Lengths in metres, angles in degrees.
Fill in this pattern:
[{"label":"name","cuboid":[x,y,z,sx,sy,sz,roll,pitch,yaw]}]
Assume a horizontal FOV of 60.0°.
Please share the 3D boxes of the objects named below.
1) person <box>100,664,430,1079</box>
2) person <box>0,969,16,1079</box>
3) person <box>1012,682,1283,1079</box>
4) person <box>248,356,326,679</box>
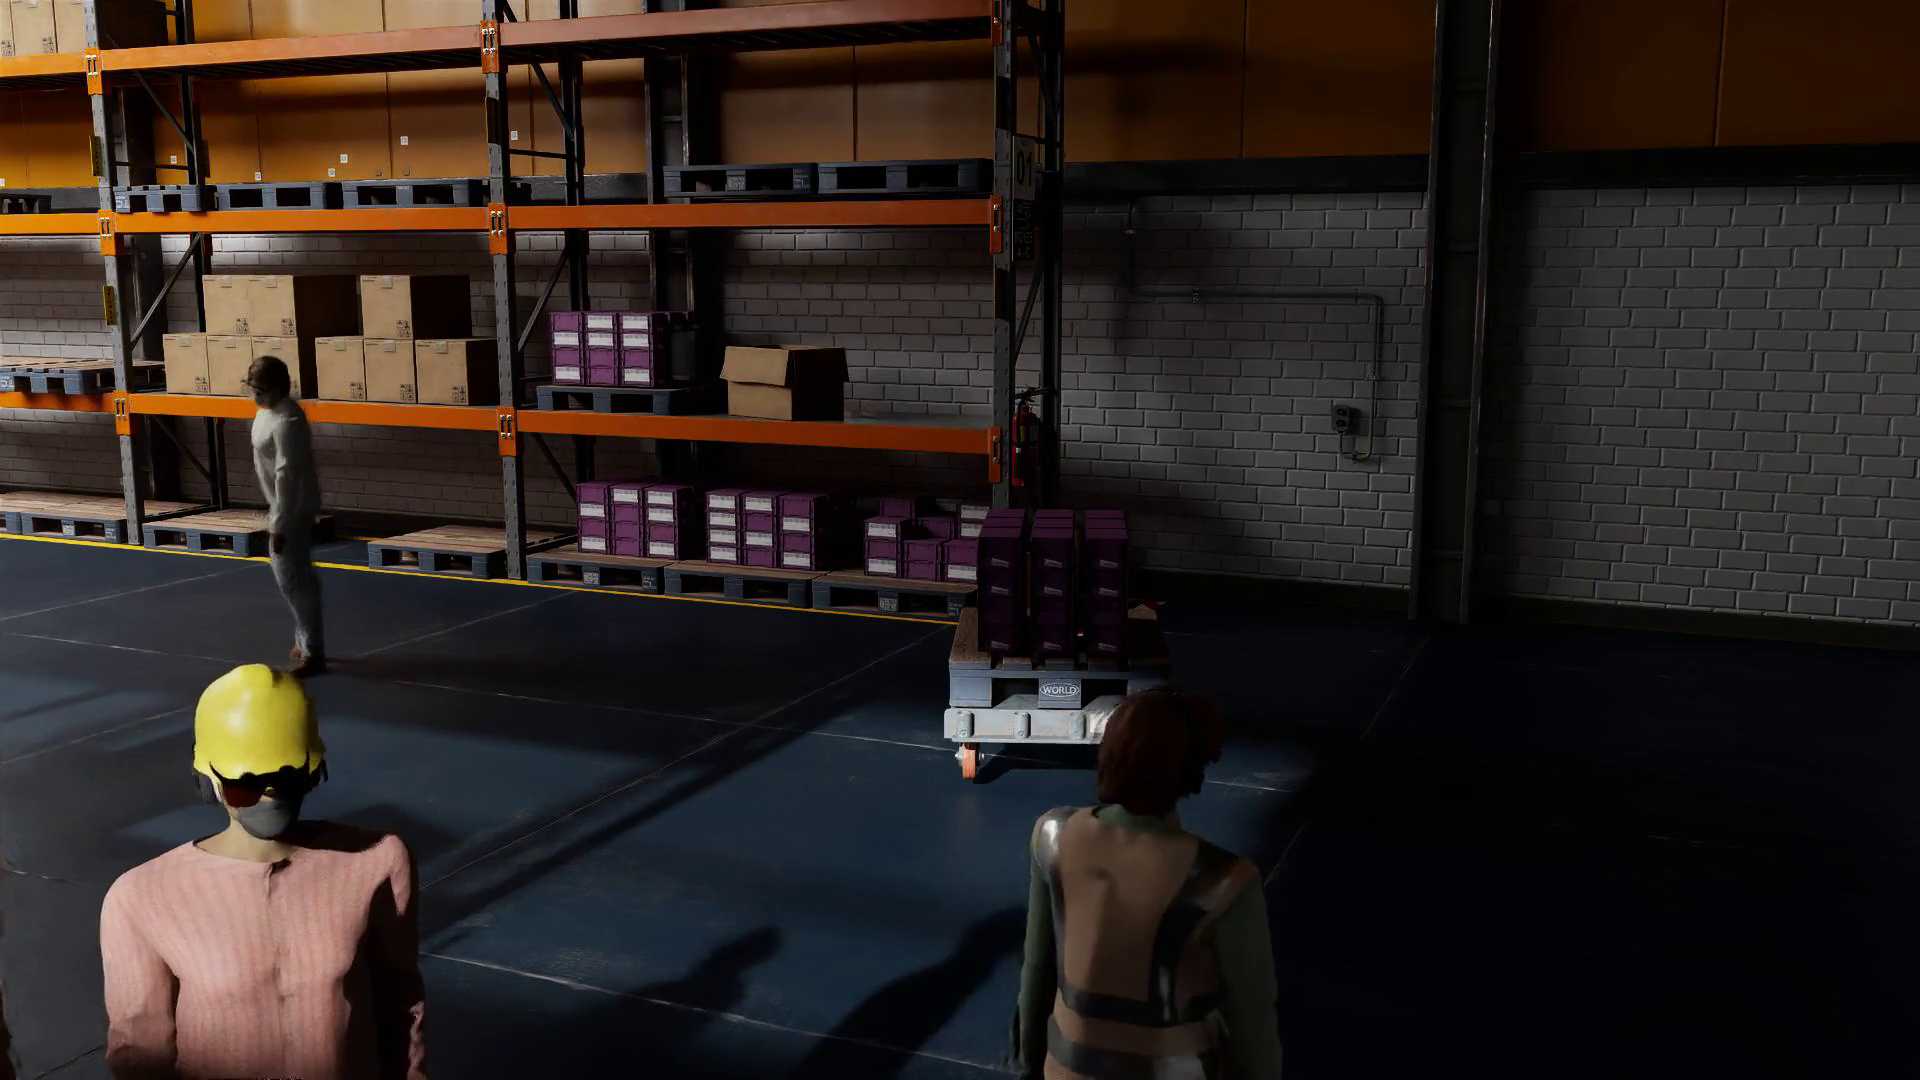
[{"label":"person","cuboid":[-1.169,1.072,2.889,0.531,1.764,0.327,-6,11,-34]},{"label":"person","cuboid":[-1.963,1.126,3.015,0.523,1.610,0.751,-1,10,-8]},{"label":"person","cuboid":[0.381,1.078,3.270,0.541,1.617,0.567,8,12,39]},{"label":"person","cuboid":[-3.971,-0.145,9.814,0.373,1.901,0.776,-5,11,-27]}]
